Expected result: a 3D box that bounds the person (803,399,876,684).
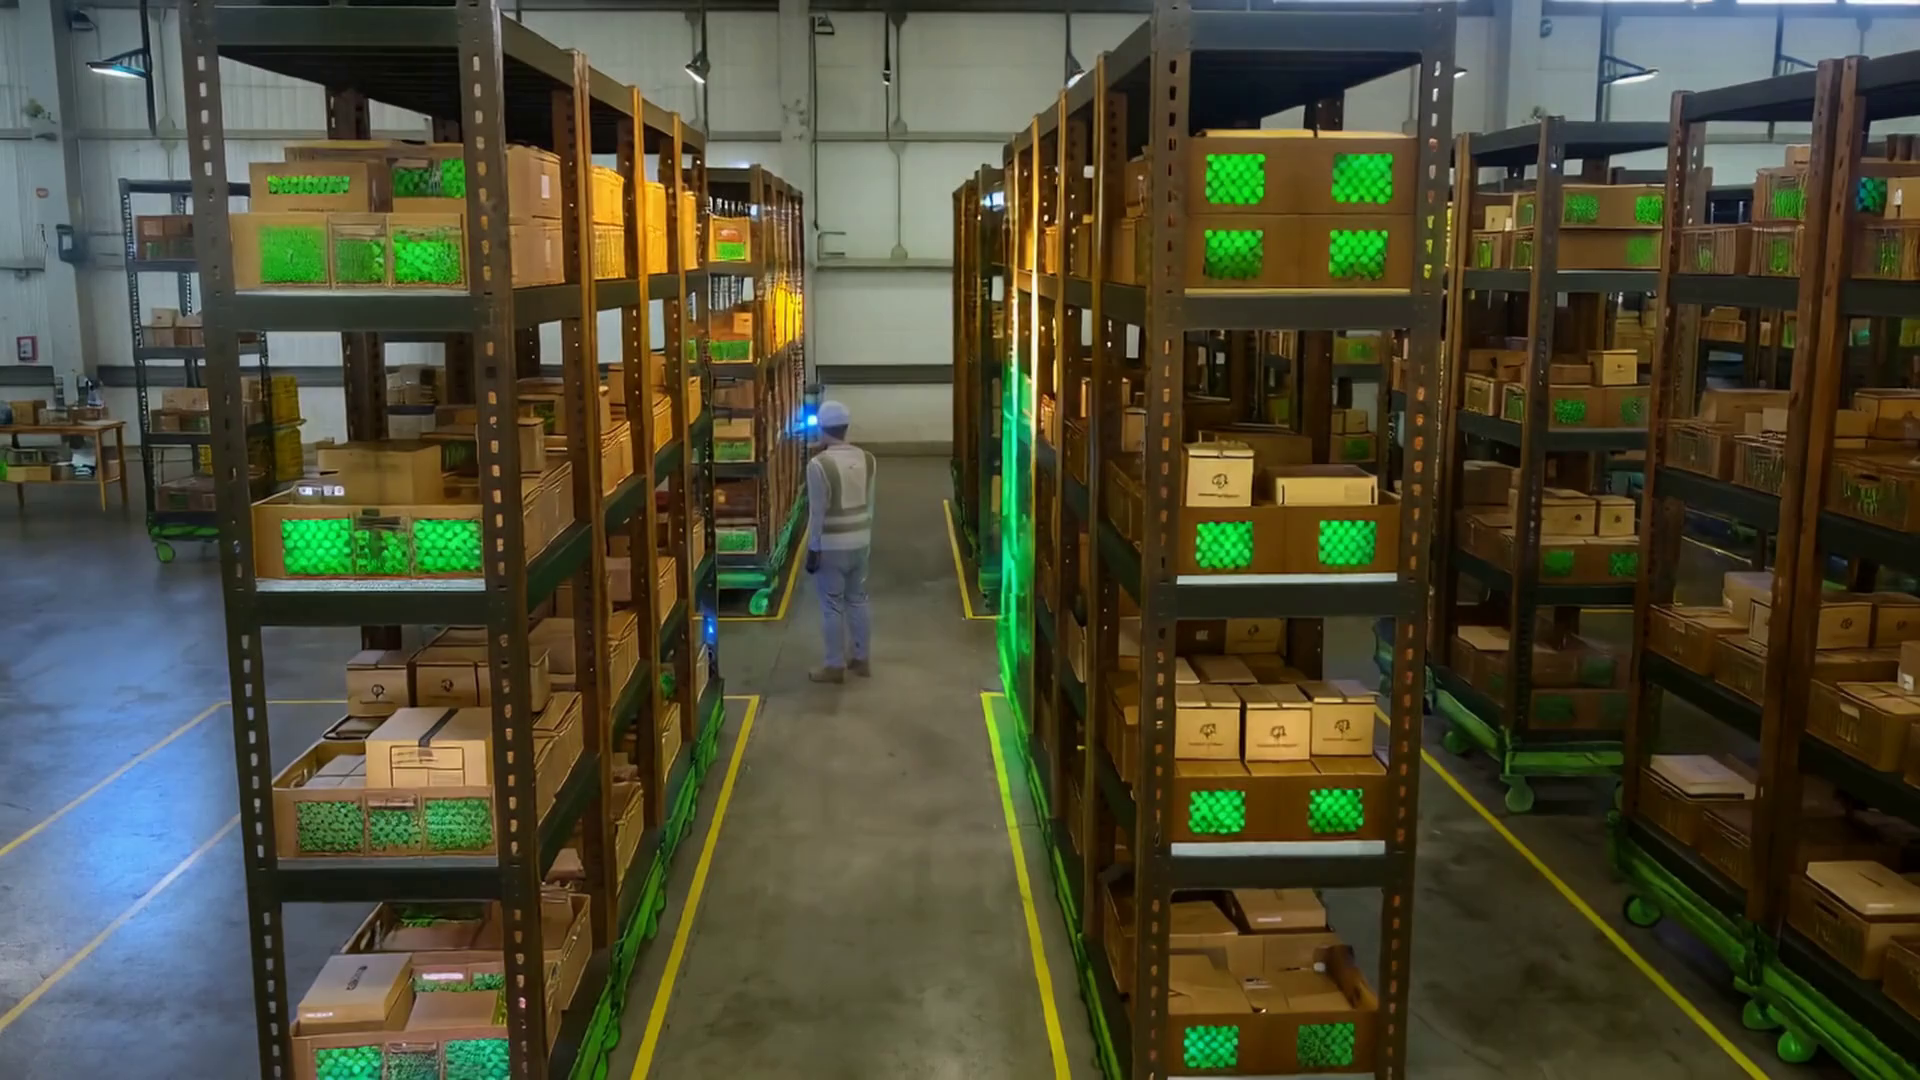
[{"bbox_3d":[-0.834,0.010,11.395,0.403,1.943,0.616,9,13,40],"label":"person"}]
